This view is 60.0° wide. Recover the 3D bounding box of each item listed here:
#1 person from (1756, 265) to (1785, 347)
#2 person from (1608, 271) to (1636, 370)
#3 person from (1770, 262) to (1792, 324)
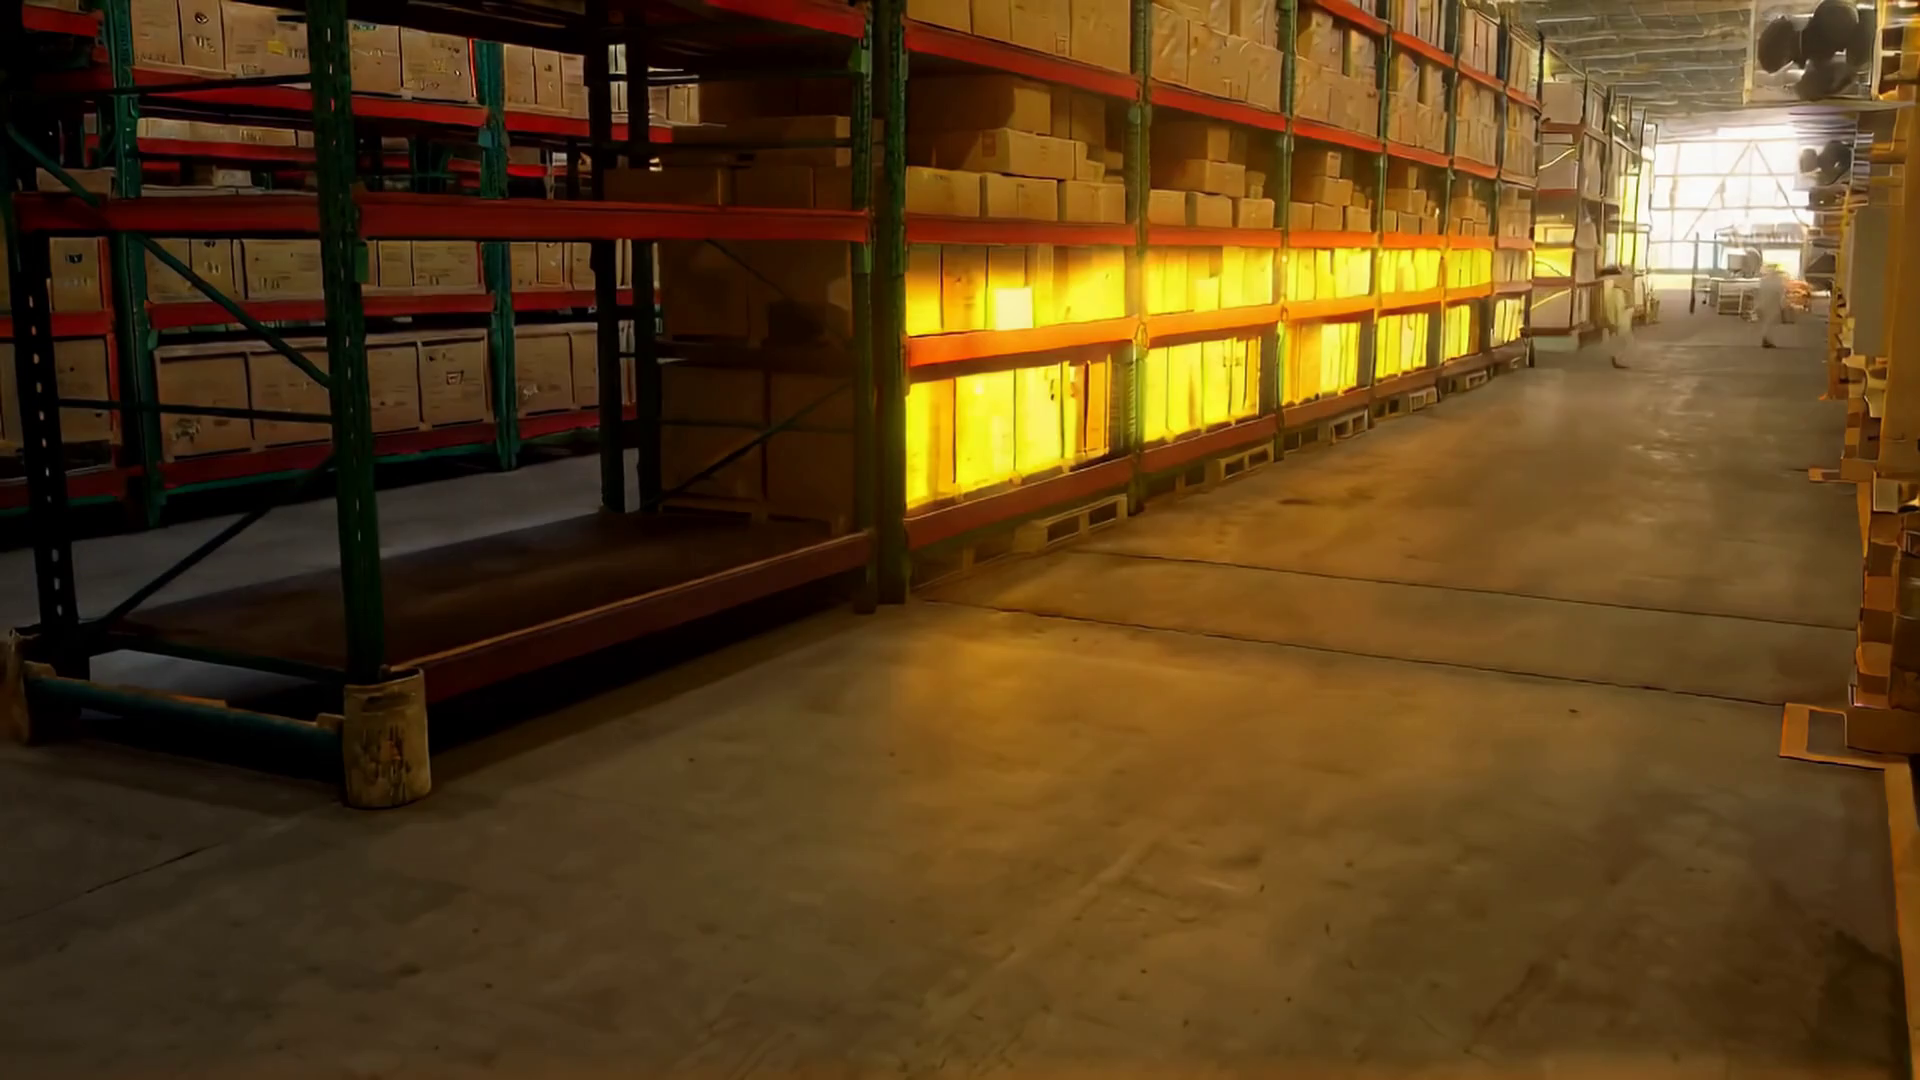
[{"bbox_3d":[18.565,-5.346,38.148,0.640,1.890,0.660,-7,12,-36],"label":"person"},{"bbox_3d":[12.334,-4.068,30.918,0.602,1.829,0.439,-9,14,-44],"label":"person"},{"bbox_3d":[25.167,-7.552,50.973,0.743,1.892,0.409,4,11,22],"label":"person"}]
